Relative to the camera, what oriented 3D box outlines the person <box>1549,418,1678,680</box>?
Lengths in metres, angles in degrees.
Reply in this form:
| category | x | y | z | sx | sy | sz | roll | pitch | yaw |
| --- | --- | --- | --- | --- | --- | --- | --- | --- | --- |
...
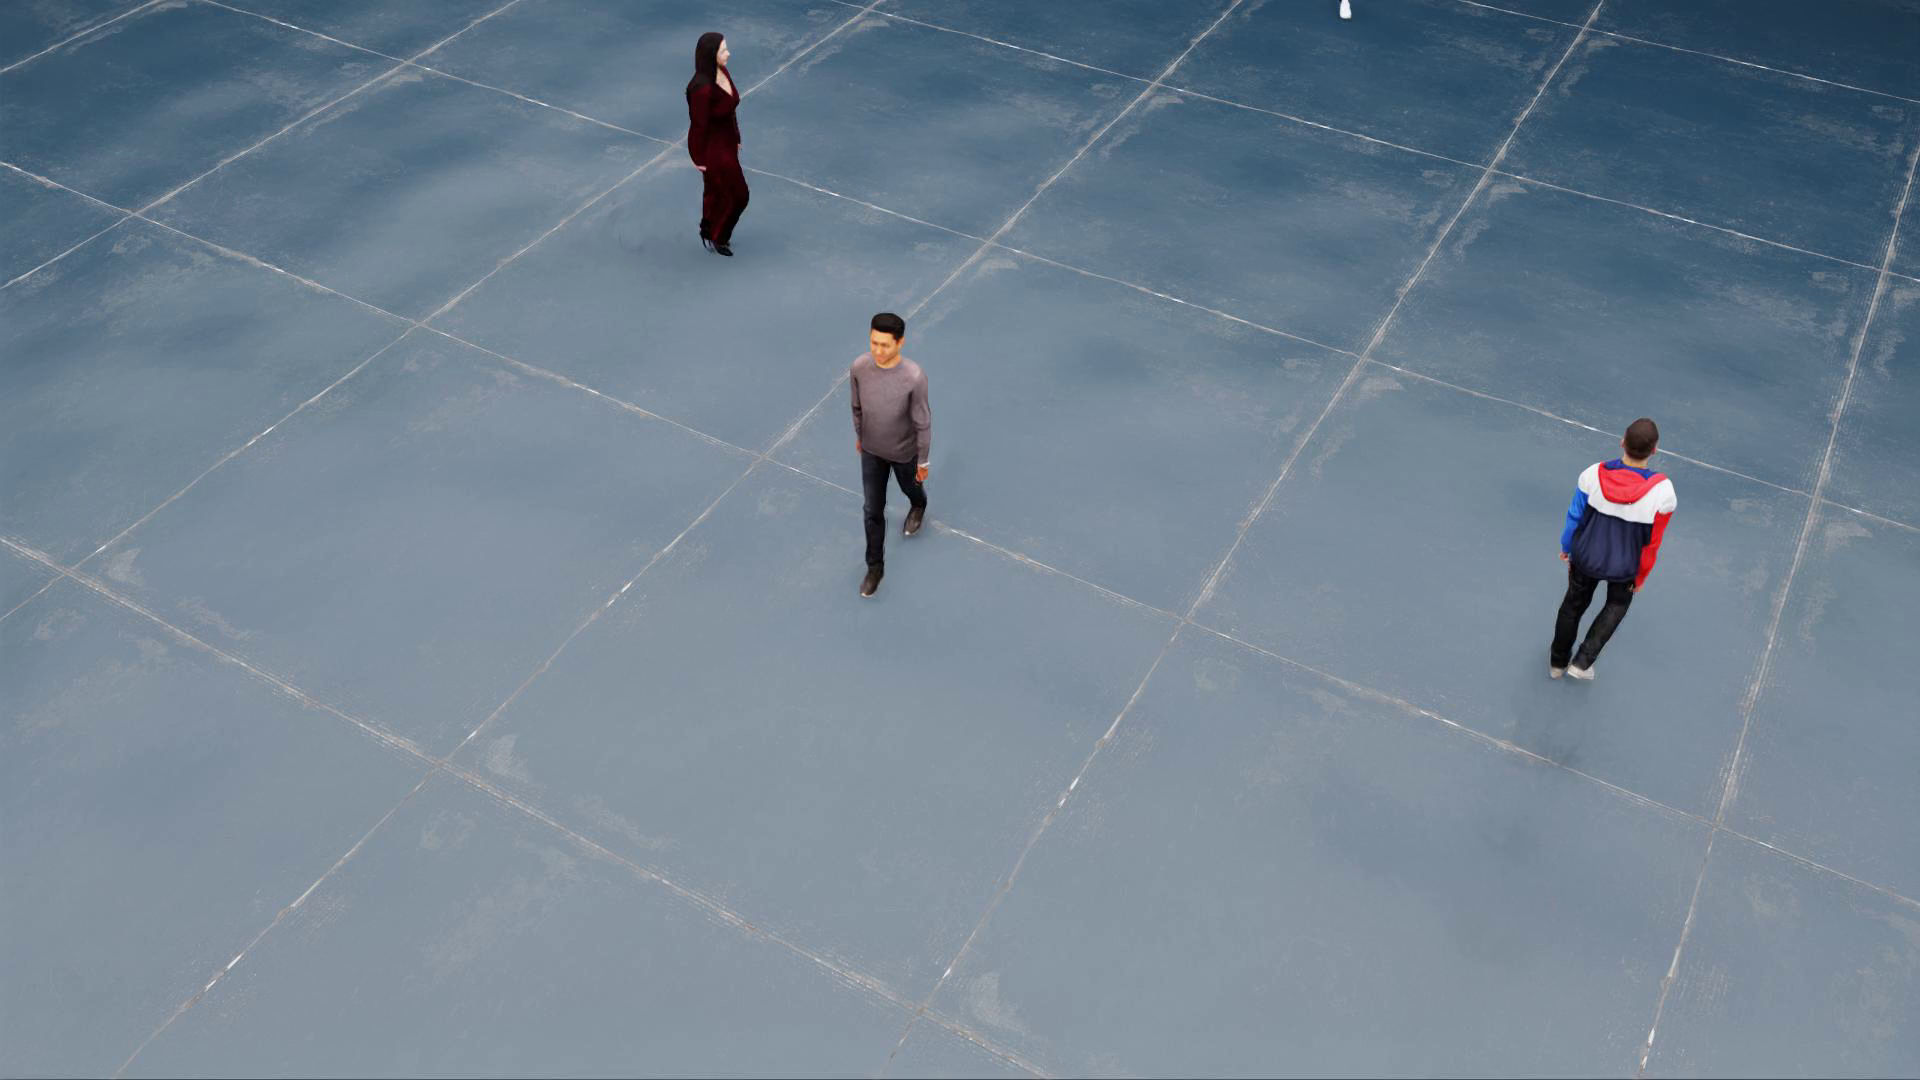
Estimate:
| category | x | y | z | sx | sy | sz | roll | pitch | yaw |
| --- | --- | --- | --- | --- | --- | --- | --- | --- | --- |
| person | 3.392 | 0.140 | 8.774 | 0.634 | 1.746 | 0.639 | 21 | 46 | 22 |

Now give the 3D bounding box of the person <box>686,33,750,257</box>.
| category | x | y | z | sx | sy | sz | roll | pitch | yaw |
| --- | --- | --- | --- | --- | --- | --- | --- | --- | --- |
| person | -1.872 | -2.842 | 12.064 | 0.853 | 1.738 | 0.752 | 5 | 42 | 5 |

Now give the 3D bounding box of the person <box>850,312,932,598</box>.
| category | x | y | z | sx | sy | sz | roll | pitch | yaw |
| --- | --- | --- | --- | --- | --- | --- | --- | --- | --- |
| person | -0.349 | -0.581 | 9.581 | 0.811 | 1.729 | 1.172 | 16 | 45 | 17 |
